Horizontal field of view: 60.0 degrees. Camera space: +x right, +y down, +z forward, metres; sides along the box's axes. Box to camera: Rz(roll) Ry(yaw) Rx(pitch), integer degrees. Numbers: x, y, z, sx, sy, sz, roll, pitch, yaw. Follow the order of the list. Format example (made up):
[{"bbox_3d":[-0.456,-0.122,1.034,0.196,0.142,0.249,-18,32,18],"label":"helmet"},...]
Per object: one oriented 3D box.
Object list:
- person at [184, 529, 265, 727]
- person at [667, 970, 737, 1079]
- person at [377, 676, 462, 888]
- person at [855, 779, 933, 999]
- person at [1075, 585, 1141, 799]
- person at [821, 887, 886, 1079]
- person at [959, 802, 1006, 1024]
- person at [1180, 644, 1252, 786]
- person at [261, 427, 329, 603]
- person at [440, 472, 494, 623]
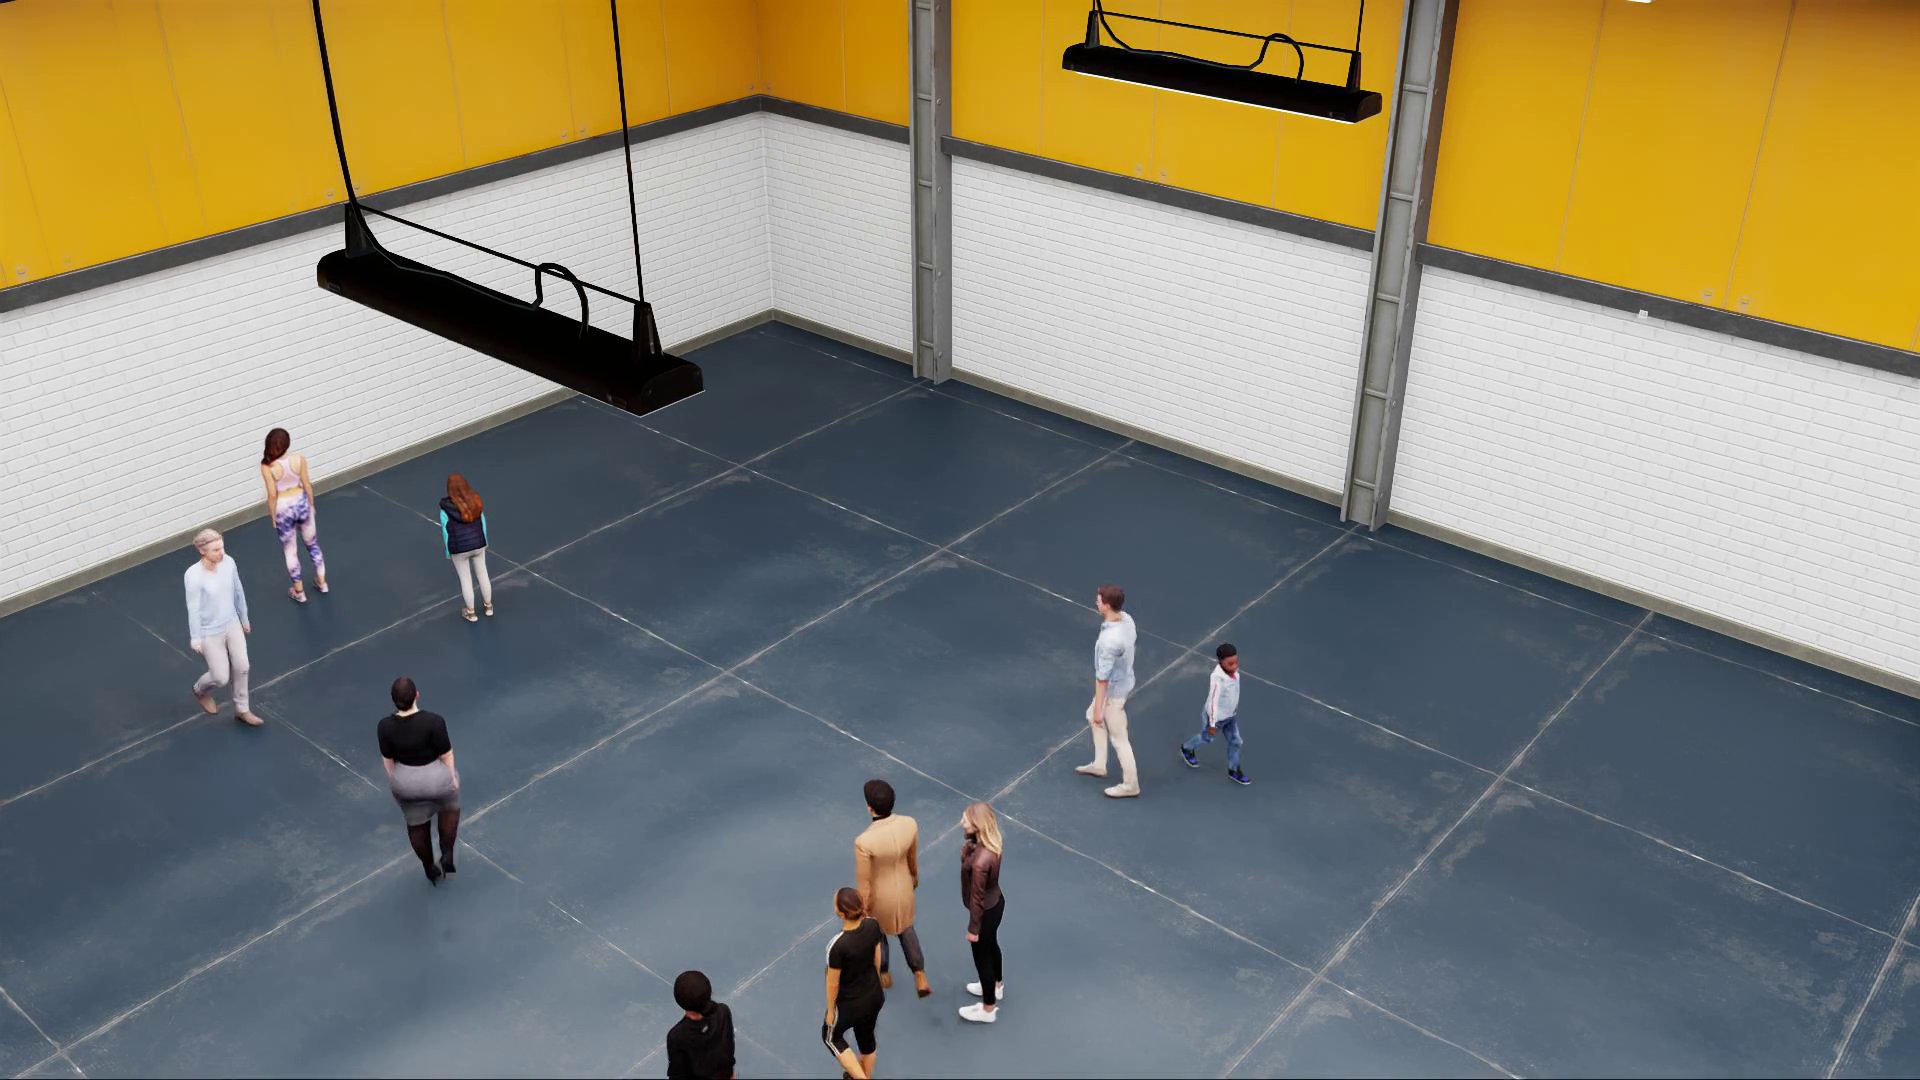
[{"bbox_3d":[-6.240,0.738,13.847,0.961,1.863,0.817,12,31,21],"label":"person"},{"bbox_3d":[-1.433,3.183,9.587,0.693,1.652,1.012,-23,36,-36],"label":"person"},{"bbox_3d":[-3.885,1.807,12.012,0.773,1.744,0.830,-3,29,-5],"label":"person"},{"bbox_3d":[-0.431,2.365,11.023,0.825,1.711,1.000,-17,33,-28],"label":"person"},{"bbox_3d":[1.293,1.195,13.055,0.930,1.819,0.853,7,29,13],"label":"person"},{"bbox_3d":[-0.587,2.848,10.191,0.628,1.662,0.664,-25,37,-38],"label":"person"},{"bbox_3d":[0.170,2.431,10.912,0.674,1.702,0.667,4,29,8],"label":"person"},{"bbox_3d":[2.049,1.351,13.367,0.521,1.246,0.887,-25,37,-37],"label":"person"},{"bbox_3d":[-6.321,-0.249,15.755,0.599,1.770,0.576,-24,37,-36],"label":"person"},{"bbox_3d":[-4.587,0.053,15.482,0.631,1.501,0.654,-19,34,-30],"label":"person"}]
